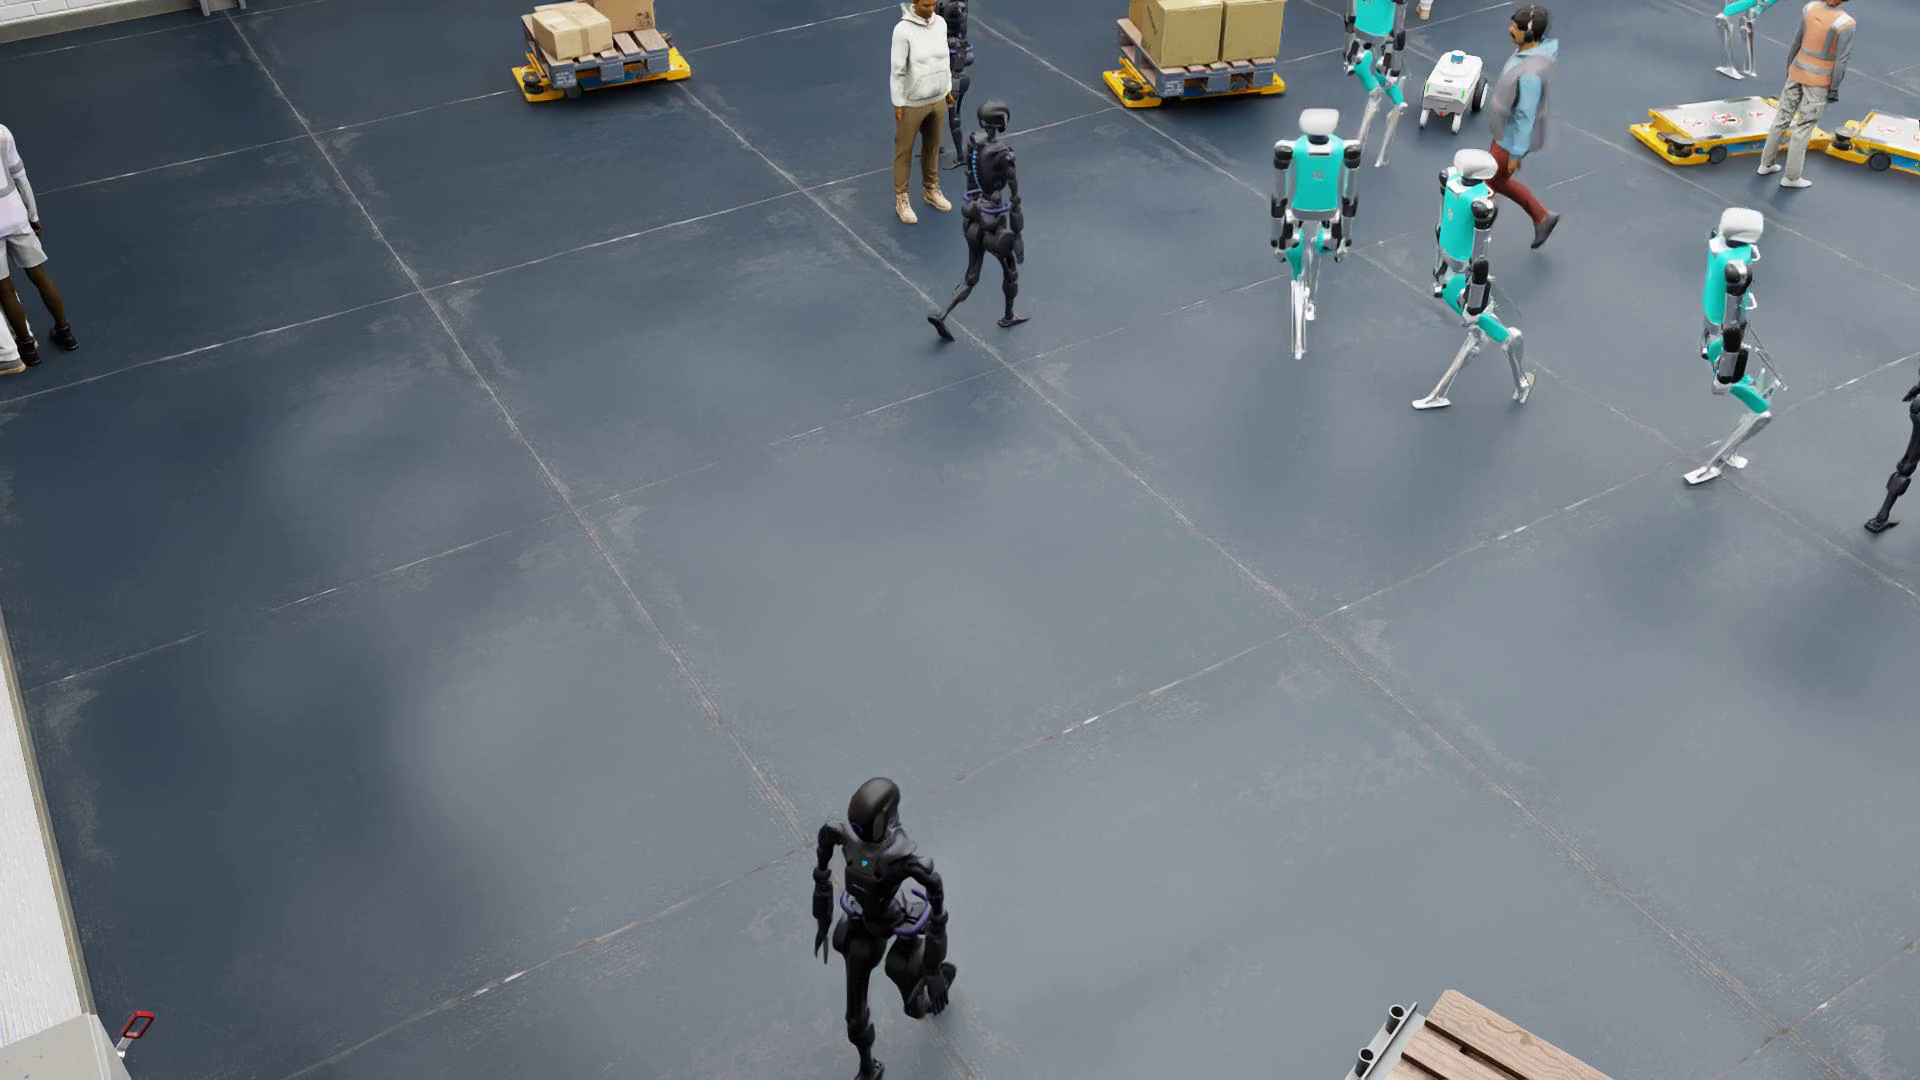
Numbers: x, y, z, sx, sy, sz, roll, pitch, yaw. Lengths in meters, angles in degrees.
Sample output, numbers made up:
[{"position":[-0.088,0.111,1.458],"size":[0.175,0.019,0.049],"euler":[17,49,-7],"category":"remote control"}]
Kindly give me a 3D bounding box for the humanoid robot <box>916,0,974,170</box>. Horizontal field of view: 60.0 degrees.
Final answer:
[{"position":[-0.095,-3.628,12.736],"size":[0.364,1.659,0.600],"euler":[-15,41,-18],"category":"humanoid robot"}]

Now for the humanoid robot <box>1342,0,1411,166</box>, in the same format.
[{"position":[3.259,-3.718,12.811],"size":[0.685,1.790,0.541],"euler":[-30,47,-32],"category":"humanoid robot"}]

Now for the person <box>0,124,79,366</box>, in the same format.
[{"position":[-6.098,-2.015,10.505],"size":[0.387,1.929,0.537],"euler":[25,45,28],"category":"person"}]

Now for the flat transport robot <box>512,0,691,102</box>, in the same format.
[{"position":[-3.132,-4.123,14.495],"size":[1.431,0.231,0.659],"euler":[-15,41,-18],"category":"flat transport robot"}]

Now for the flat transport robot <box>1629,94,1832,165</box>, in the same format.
[{"position":[6.251,-3.323,13.485],"size":[1.431,0.231,0.659],"euler":[-9,39,-11],"category":"flat transport robot"}]

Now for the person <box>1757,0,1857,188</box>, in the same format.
[{"position":[6.433,-3.475,12.570],"size":[0.308,1.641,0.513],"euler":[-14,40,-17],"category":"person"}]

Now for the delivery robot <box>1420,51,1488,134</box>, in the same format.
[{"position":[4.089,-3.769,13.815],"size":[0.499,0.592,0.774],"euler":[16,41,19],"category":"delivery robot"}]

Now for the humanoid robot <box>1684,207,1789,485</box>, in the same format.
[{"position":[4.500,-1.040,9.431],"size":[0.850,1.779,0.605],"euler":[6,39,7],"category":"humanoid robot"}]

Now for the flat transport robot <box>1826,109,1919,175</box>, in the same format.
[{"position":[7.693,-3.047,13.136],"size":[1.431,0.231,0.659],"euler":[25,45,28],"category":"flat transport robot"}]

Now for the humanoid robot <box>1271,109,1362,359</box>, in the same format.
[{"position":[2.286,-2.076,10.764],"size":[0.570,1.775,0.958],"euler":[10,39,12],"category":"humanoid robot"}]

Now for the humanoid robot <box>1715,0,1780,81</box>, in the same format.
[{"position":[6.813,-4.755,14.136],"size":[0.556,1.812,0.729],"euler":[-23,44,-26],"category":"humanoid robot"}]

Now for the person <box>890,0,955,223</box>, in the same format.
[{"position":[-0.296,-3.208,12.134],"size":[0.519,1.766,0.372],"euler":[-24,44,-27],"category":"person"}]

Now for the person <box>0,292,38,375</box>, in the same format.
[{"position":[-6.274,-1.920,10.427],"size":[0.341,1.872,0.575],"euler":[-4,39,-6],"category":"person"}]

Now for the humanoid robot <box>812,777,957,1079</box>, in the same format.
[{"position":[-0.256,1.460,6.348],"size":[0.600,1.641,0.701],"euler":[17,41,20],"category":"humanoid robot"}]

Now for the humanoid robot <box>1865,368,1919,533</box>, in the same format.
[{"position":[5.486,-0.758,9.125],"size":[0.570,1.640,0.602],"euler":[-18,42,-22],"category":"humanoid robot"}]

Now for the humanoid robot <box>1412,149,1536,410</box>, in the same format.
[{"position":[3.275,-1.554,10.093],"size":[0.940,1.783,0.535],"euler":[-9,39,-11],"category":"humanoid robot"}]

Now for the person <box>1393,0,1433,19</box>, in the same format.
[{"position":[4.229,-5.679,15.193],"size":[0.625,1.843,0.429],"euler":[-3,39,-4],"category":"person"}]

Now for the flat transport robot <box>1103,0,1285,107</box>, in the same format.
[{"position":[2.013,-3.996,14.334],"size":[1.431,0.231,0.659],"euler":[-9,39,-11],"category":"flat transport robot"}]

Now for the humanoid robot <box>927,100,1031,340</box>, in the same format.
[{"position":[0.145,-2.054,10.789],"size":[0.753,1.635,0.584],"euler":[-24,44,-27],"category":"humanoid robot"}]

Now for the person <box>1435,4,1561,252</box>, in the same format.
[{"position":[3.883,-2.805,11.560],"size":[0.756,1.852,0.537],"euler":[7,39,9],"category":"person"}]
